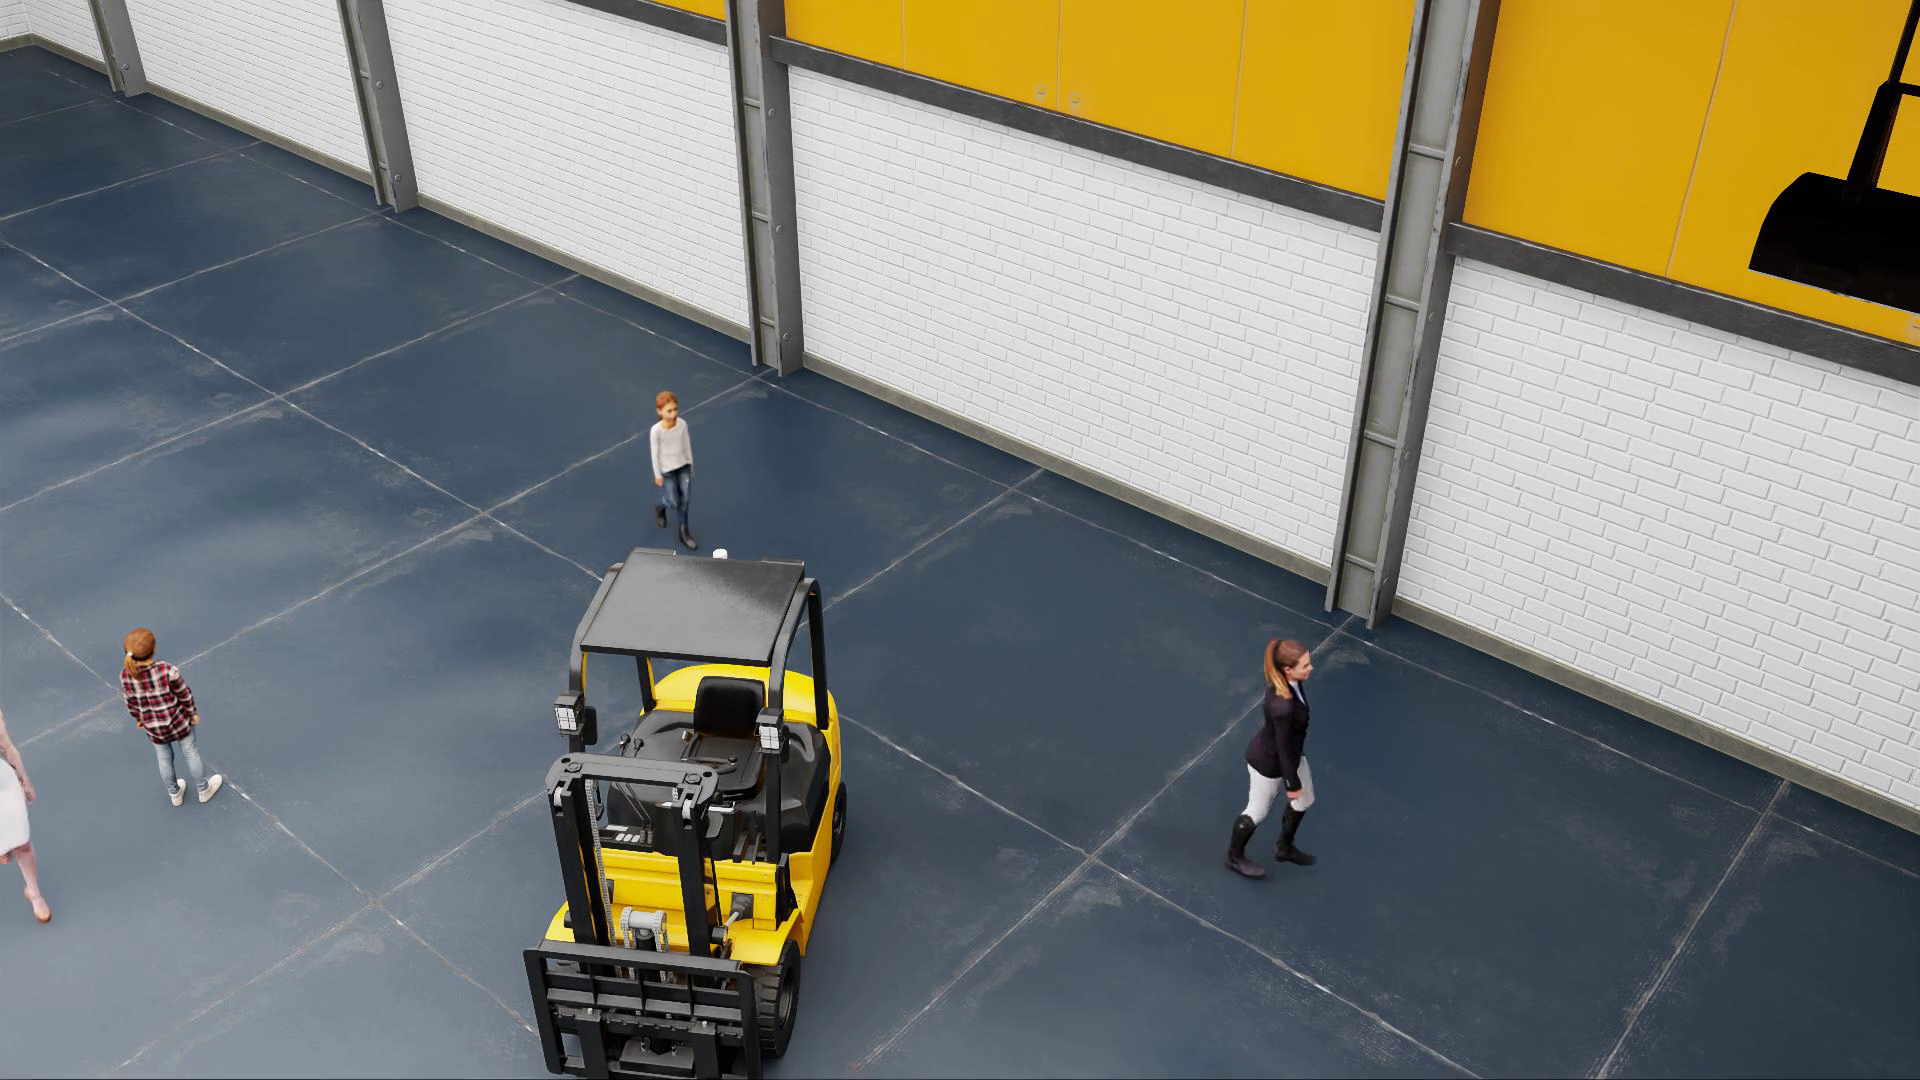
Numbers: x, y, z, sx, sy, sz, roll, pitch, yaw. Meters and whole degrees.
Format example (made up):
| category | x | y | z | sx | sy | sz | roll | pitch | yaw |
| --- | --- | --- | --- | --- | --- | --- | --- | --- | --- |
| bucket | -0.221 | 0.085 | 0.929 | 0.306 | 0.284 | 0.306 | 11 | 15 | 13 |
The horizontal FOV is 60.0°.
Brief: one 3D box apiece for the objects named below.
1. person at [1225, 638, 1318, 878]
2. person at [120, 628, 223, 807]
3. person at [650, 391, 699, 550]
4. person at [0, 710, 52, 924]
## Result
| category | x | y | z | sx | sy | sz | roll | pitch | yaw |
| --- | --- | --- | --- | --- | --- | --- | --- | --- | --- |
| person | 1.717 | 1.263 | 9.501 | 0.819 | 1.712 | 0.696 | 13 | 36 | 19 |
| person | -4.849 | 1.079 | 10.144 | 0.626 | 1.306 | 0.681 | -4 | 34 | -6 |
| person | -2.201 | -0.556 | 12.604 | 0.550 | 1.305 | 0.746 | -25 | 41 | -32 |
| person | -5.416 | 1.386 | 9.251 | 0.650 | 1.784 | 0.849 | -25 | 41 | -33 |
